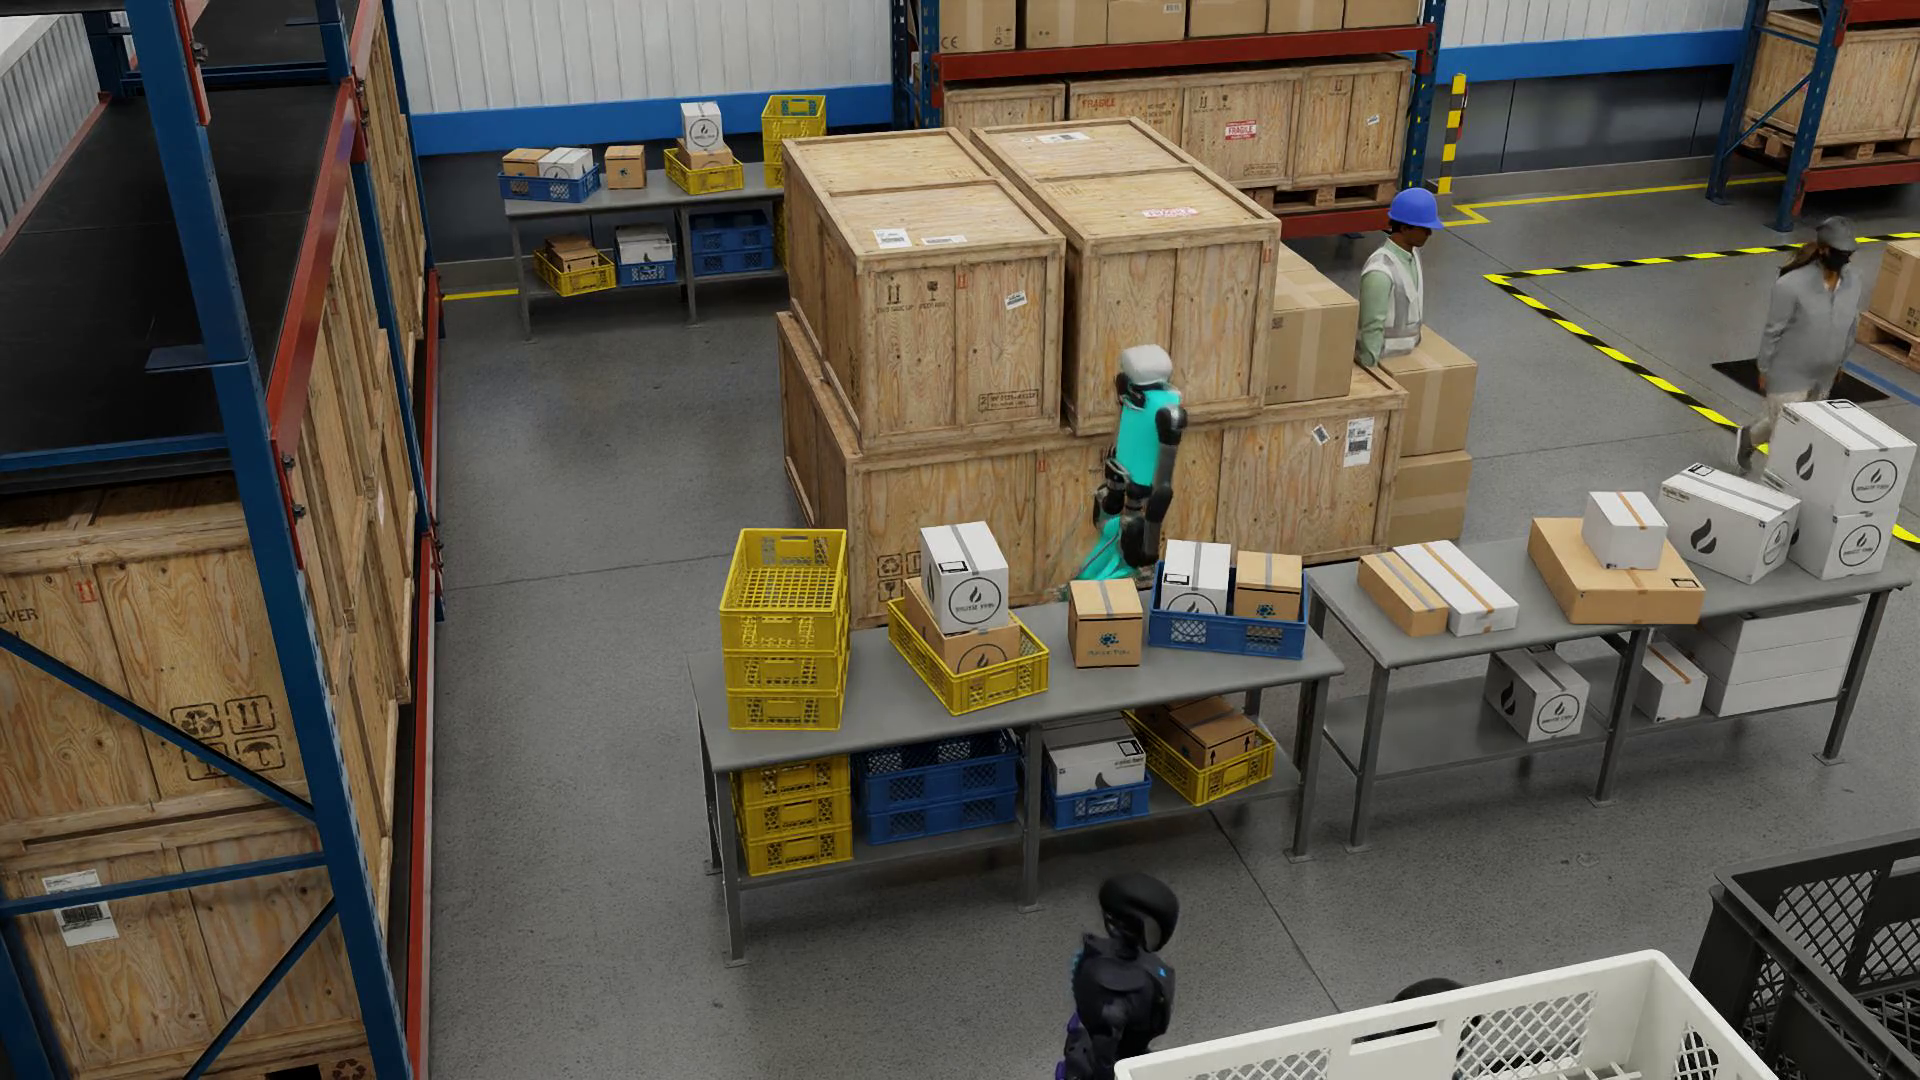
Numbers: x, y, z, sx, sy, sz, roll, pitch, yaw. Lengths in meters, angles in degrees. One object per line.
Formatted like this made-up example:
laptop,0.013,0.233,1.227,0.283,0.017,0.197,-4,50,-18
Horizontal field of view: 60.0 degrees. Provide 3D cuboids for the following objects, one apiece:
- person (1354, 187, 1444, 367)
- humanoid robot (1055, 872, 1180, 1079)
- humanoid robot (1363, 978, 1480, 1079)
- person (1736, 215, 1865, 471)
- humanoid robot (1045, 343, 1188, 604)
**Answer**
person,2.361,-1.004,9.213,0.411,1.939,0.602,17,33,28
humanoid robot,0.424,1.596,4.758,0.341,1.647,0.585,7,30,13
humanoid robot,1.175,1.793,4.391,0.362,1.651,0.595,-8,30,-13
person,4.742,-1.011,9.426,0.565,1.753,0.729,-7,30,-12
humanoid robot,0.584,0.040,7.630,0.785,1.886,0.533,-9,30,-16
